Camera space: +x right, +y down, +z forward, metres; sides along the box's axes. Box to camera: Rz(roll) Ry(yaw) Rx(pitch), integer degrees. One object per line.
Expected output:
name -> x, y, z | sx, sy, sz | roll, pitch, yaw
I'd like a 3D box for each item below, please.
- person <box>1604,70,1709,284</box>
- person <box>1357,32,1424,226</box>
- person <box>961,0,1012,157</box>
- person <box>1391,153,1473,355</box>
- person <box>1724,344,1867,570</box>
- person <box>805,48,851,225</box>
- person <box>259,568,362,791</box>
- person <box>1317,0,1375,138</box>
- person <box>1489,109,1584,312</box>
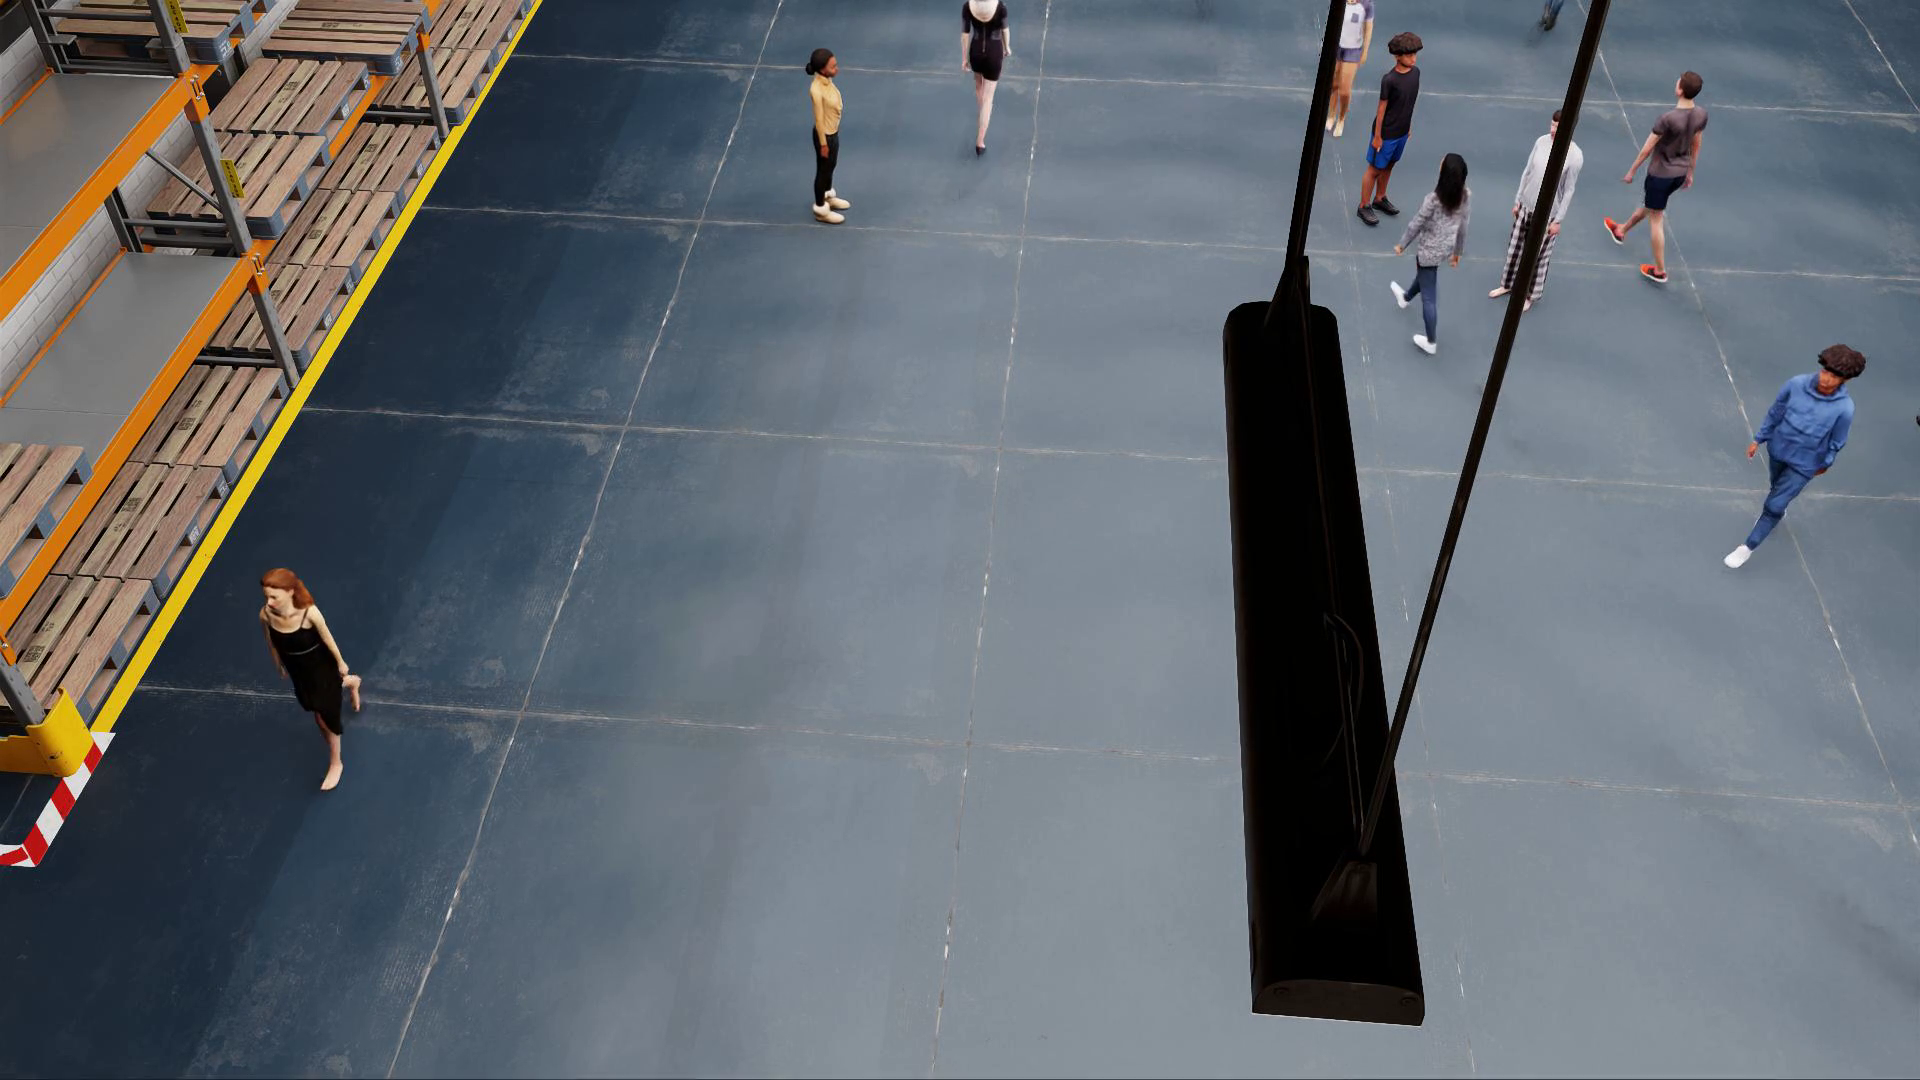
person -> 6.084, -3.063, 14.249 | 1.015, 1.799, 1.284 | -15, 46, -15
person -> 3.866, -3.711, 14.930 | 0.716, 1.799, 0.767 | -27, 50, -25
person -> 0.230, -4.491, 15.756 | 0.677, 1.788, 1.134 | 9, 44, 9
person -> 3.891, -2.280, 13.506 | 0.962, 1.690, 1.181 | -17, 46, -17
person -> 5.944, -0.664, 11.754 | 1.187, 1.767, 1.181 | -26, 49, -24
person -> -1.214, -3.653, 14.970 | 0.660, 1.659, 0.495 | 8, 44, 8
person -> -4.030, 0.728, 10.422 | 0.573, 1.588, 1.071 | 5, 44, 5
person -> 3.741, -4.772, 16.101 | 0.699, 1.718, 0.740 | 21, 48, 21
person -> 4.865, -2.779, 13.916 | 0.757, 1.847, 0.687 | -28, 50, -26
